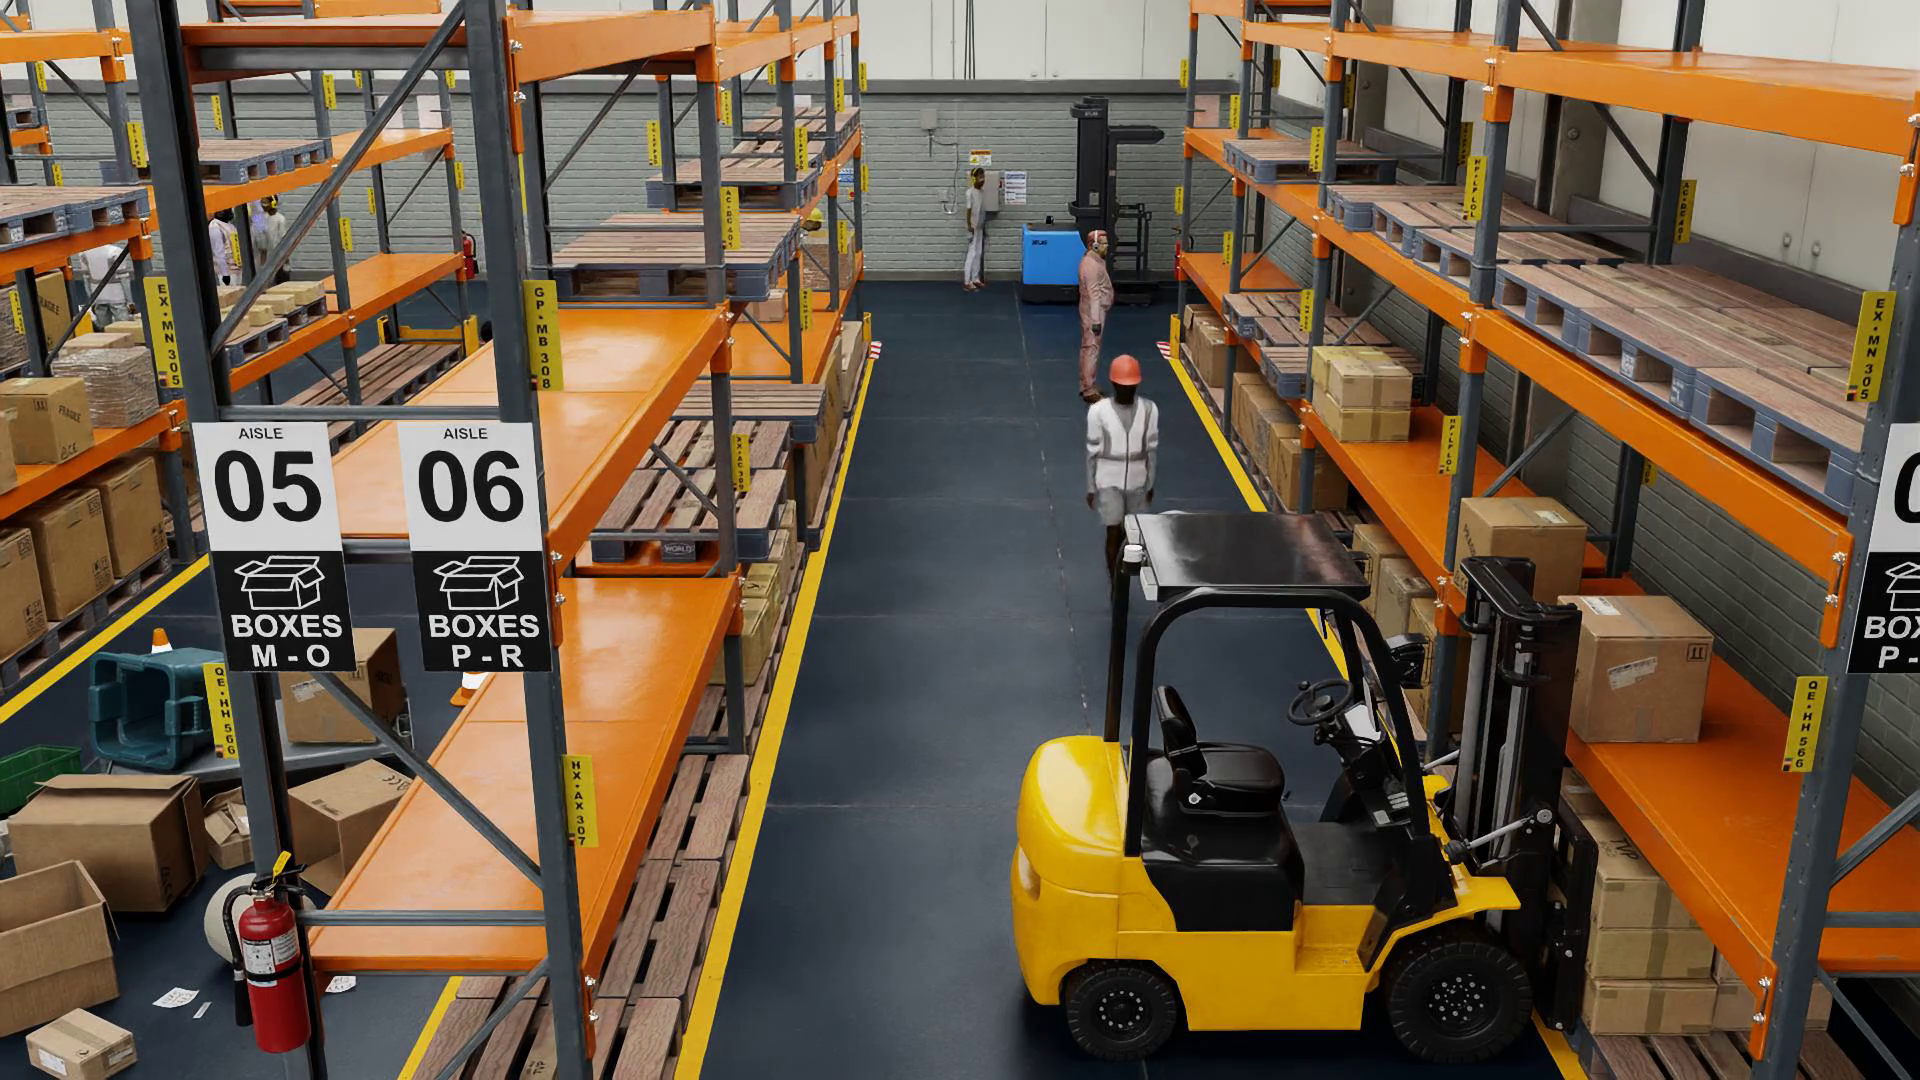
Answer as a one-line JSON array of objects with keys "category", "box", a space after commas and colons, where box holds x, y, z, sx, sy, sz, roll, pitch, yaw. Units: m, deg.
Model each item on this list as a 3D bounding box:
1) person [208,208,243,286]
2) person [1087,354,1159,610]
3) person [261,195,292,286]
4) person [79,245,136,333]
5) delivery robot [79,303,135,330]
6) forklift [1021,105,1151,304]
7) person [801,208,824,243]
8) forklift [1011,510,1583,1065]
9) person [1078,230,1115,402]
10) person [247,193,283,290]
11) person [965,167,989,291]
[{"category": "person", "box": [-9.549, -3.526, 21.782, 0.429, 1.844, 0.627, -3, 19, -8]}, {"category": "person", "box": [1.193, -0.471, 12.432, 0.550, 1.916, 0.670, -3, 19, -10]}, {"category": "person", "box": [-9.250, -3.805, 22.604, 0.511, 1.862, 0.321, 17, 25, 42]}, {"category": "person", "box": [-10.003, -2.847, 19.599, 0.547, 1.929, 0.386, 1, 18, 4]}, {"category": "delivery robot", "box": [-11.353, -3.014, 22.104, 0.707, 0.478, 0.477, -6, 19, -16]}, {"category": "forklift", "box": [1.857, -4.944, 24.441, 1.873, 2.768, 1.129, 0, 18, 0]}, {"category": "person", "box": [-1.916, -3.475, 21.801, 0.317, 1.733, 0.491, -1, 18, -2]}, {"category": "forklift", "box": [1.387, 1.055, 7.378, 2.313, 2.155, 1.214, 0, 18, 0]}, {"category": "person", "box": [1.518, -2.504, 18.591, 0.409, 1.908, 0.647, -1, 18, -2]}, {"category": "person", "box": [-10.684, -4.828, 25.562, 0.543, 1.940, 0.360, -13, 22, -34]}, {"category": "person", "box": [0.257, -4.763, 25.479, 0.310, 1.868, 0.533, 9, 20, 26]}]
